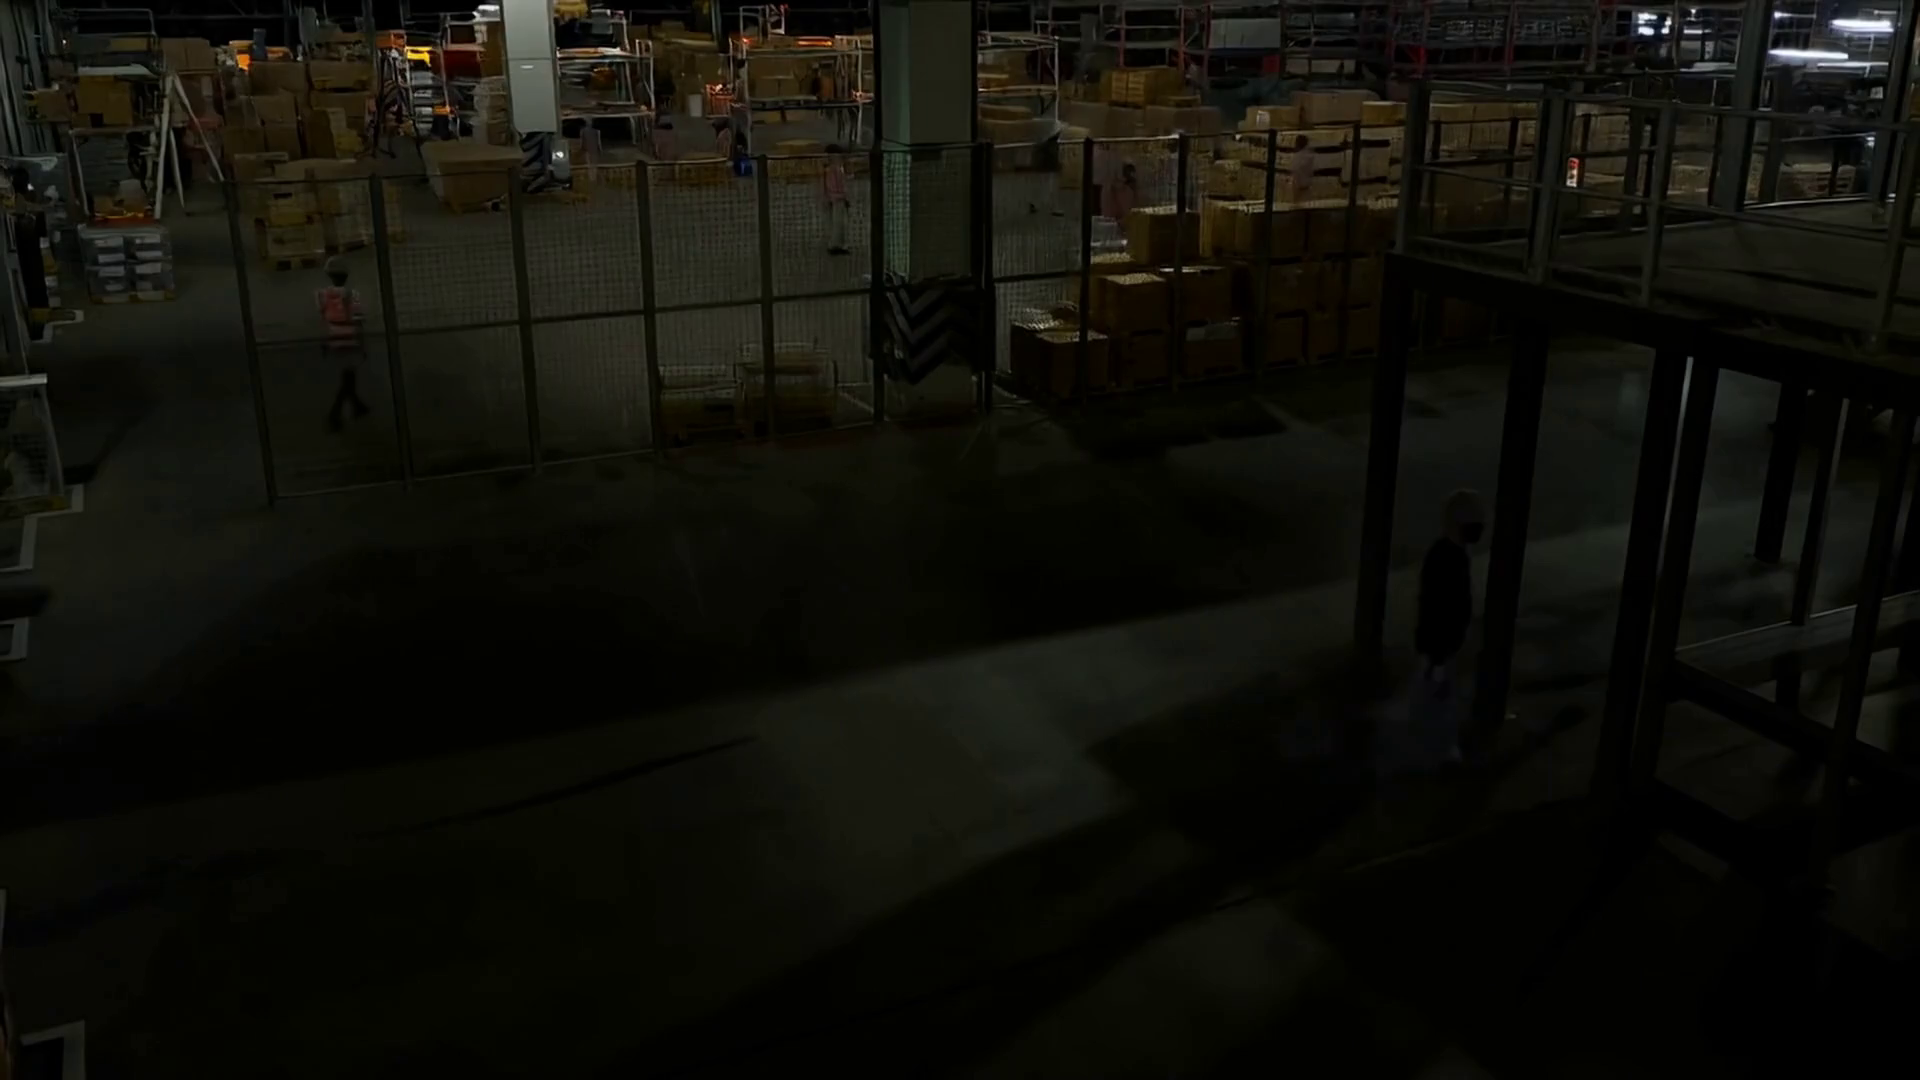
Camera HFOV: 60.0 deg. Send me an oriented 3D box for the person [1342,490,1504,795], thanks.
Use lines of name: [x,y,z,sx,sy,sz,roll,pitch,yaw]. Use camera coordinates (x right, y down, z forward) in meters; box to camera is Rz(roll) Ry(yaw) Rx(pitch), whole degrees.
person: [2.921,0.615,10.283,0.955,1.960,0.626,10,21,26]

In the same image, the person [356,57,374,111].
person: [-21.241,-16.241,59.248,0.648,1.896,1.004,9,21,24]

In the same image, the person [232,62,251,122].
person: [-23.938,-14.967,55.510,0.562,1.916,0.804,-4,20,-12]

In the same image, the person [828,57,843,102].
person: [-4.593,-17.110,61.753,0.601,1.901,0.736,-8,21,-22]

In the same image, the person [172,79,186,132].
person: [-24.288,-13.461,51.579,0.517,1.631,0.312,1,19,3]

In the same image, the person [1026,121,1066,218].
person: [1.767,-7.595,34.086,0.811,1.959,0.625,5,20,15]

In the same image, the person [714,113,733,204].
person: [-5.126,-8.292,36.142,0.356,1.930,0.592,-1,19,-3]

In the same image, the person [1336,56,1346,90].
person: [14.455,-17.468,63.093,0.315,1.695,0.541,-6,20,-18]

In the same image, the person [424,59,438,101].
person: [-18.432,-15.693,57.627,0.875,1.917,0.631,2,19,5]

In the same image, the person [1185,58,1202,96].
person: [8.155,-15.864,58.125,1.029,1.911,0.628,17,25,40]

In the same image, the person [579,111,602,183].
person: [-8.756,-9.324,39.503,0.547,1.680,0.378,-5,20,-15]

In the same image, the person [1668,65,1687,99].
person: [23.925,-14.921,55.528,0.429,1.812,0.614,-10,21,-27]

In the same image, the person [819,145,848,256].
person: [-2.237,-6.058,29.644,0.409,1.943,0.615,16,25,38]

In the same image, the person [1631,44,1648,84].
person: [27.918,-19.424,68.400,0.627,1.940,0.371,4,19,11]

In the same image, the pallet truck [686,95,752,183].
pallet truck: [-5.836,-9.608,39.856,0.823,1.965,1.885,10,22,27]

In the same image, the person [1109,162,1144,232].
person: [2.706,-5.310,27.535,0.630,1.916,0.908,-7,20,-19]

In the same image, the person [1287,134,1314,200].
person: [6.629,-7.068,32.787,0.859,1.808,0.649,7,20,20]

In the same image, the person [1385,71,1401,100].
person: [13.383,-13.529,51.394,0.560,1.892,0.983,-17,25,-41]

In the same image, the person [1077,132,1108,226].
person: [2.608,-7.025,32.571,0.614,1.867,0.911,-13,23,-33]

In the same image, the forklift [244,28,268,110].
forklift: [-24.981,-16.906,59.677,1.873,2.768,1.129,-9,21,-25]

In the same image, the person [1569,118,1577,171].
person: [13.934,-9.110,38.368,0.417,2.034,0.603,-2,19,-7]

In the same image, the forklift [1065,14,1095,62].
forklift: [5.939,-23.321,78.274,1.873,2.768,1.129,-9,21,-25]

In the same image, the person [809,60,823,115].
person: [-5.002,-15.734,57.842,0.506,1.846,0.351,-2,19,-7]

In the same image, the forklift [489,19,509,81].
forklift: [-19.271,-20.444,69.932,1.129,2.768,1.873,14,23,35]

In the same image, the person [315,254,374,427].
person: [-6.940,-2.243,18.666,0.548,1.905,0.907,3,19,10]

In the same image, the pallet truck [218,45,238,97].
pallet truck: [-28.879,-18.665,66.111,0.823,1.965,1.885,-3,19,-9]

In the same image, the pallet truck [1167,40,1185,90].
pallet truck: [9.045,-19.971,69.895,0.823,1.965,1.885,-3,19,-8]

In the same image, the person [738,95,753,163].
person: [-5.665,-10.723,43.466,0.471,1.755,0.528,-12,22,-31]

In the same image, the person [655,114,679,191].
person: [-6.737,-8.927,38.307,0.493,1.719,0.605,-12,23,-32]
